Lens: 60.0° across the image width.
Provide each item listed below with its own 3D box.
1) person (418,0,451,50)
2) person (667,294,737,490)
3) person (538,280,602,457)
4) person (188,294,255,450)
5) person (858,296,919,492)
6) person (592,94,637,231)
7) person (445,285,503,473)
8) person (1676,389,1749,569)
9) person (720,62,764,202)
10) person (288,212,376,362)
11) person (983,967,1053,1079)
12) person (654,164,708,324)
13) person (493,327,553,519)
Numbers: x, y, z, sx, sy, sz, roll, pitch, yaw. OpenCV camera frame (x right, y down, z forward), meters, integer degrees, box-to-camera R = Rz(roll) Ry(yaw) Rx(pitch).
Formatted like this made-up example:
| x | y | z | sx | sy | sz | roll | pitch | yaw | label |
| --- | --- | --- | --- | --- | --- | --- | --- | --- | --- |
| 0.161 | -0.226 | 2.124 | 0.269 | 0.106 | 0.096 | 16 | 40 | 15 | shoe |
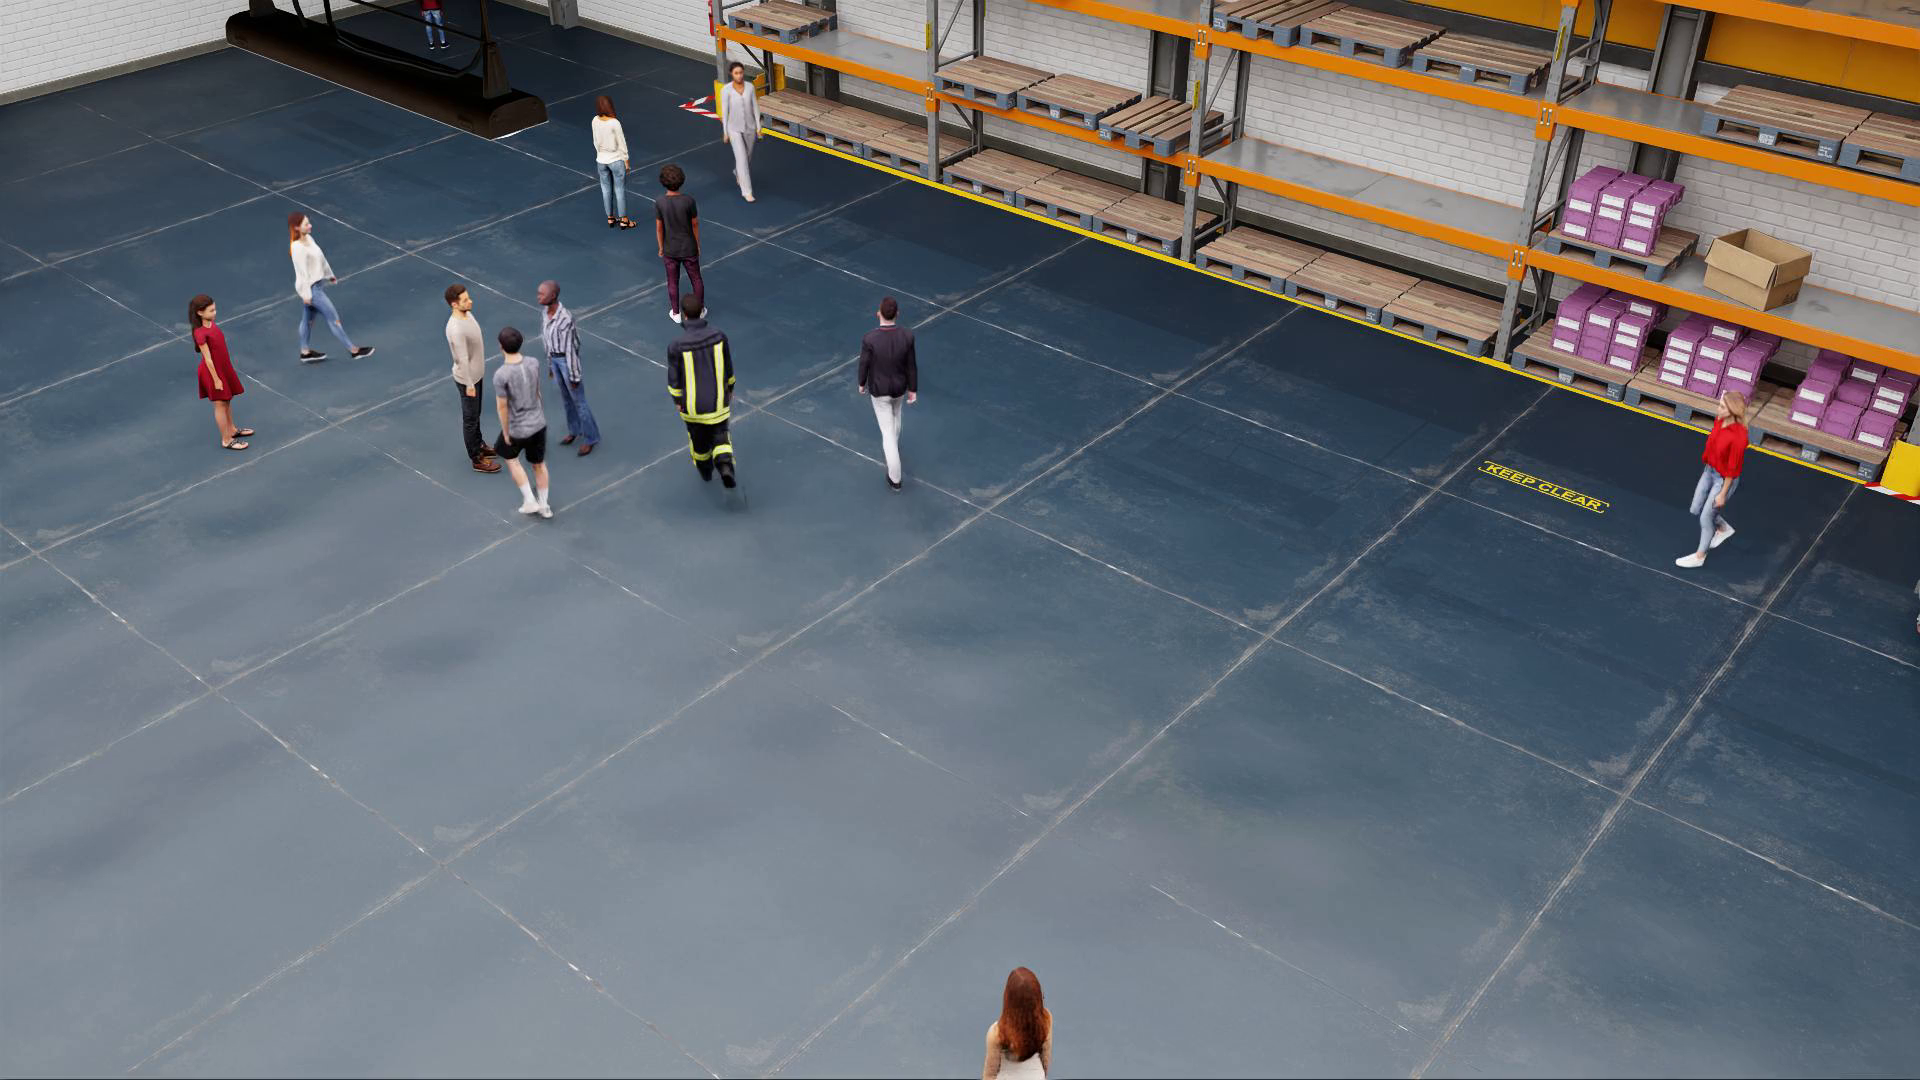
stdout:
| x | y | z | sx | sy | sz | roll | pitch | yaw | label |
| --- | --- | --- | --- | --- | --- | --- | --- | --- | --- |
| -8.430 | -8.478 | 26.505 | 0.578 | 1.256 | 0.639 | -2 | 34 | -3 | person |
| -2.300 | -1.293 | 15.110 | 1.063 | 1.904 | 1.191 | -13 | 36 | -19 | person |
| -3.711 | -1.642 | 15.741 | 0.724 | 1.788 | 0.572 | -26 | 41 | -33 | person |
| -7.130 | -1.626 | 15.925 | 0.741 | 1.557 | 0.681 | -5 | 34 | -7 | person |
| -0.639 | -1.302 | 15.217 | 1.061 | 1.801 | 1.244 | -10 | 35 | -15 | person |
| -4.259 | -4.625 | 20.324 | 0.541 | 1.682 | 0.712 | 17 | 37 | 23 | person |
| -4.570 | -1.526 | 15.495 | 0.793 | 1.866 | 0.727 | -4 | 34 | -5 | person |
| 6.521 | -0.511 | 14.129 | 0.917 | 1.687 | 0.864 | -7 | 34 | -10 | person |
| -2.823 | -5.277 | 21.276 | 0.931 | 1.713 | 1.196 | -16 | 37 | -22 | person |
| -6.821 | -2.592 | 17.288 | 1.067 | 1.656 | 1.053 | -7 | 34 | -10 | person |
| 0.330 | 2.977 | 8.872 | 0.784 | 1.698 | 0.955 | -15 | 36 | -21 | person |
| -3.061 | -3.228 | 18.131 | 0.720 | 1.784 | 0.760 | -6 | 34 | -9 | person |
| -3.786 | -0.981 | 14.690 | 0.677 | 1.850 | 0.680 | 28 | 43 | 35 | person |
